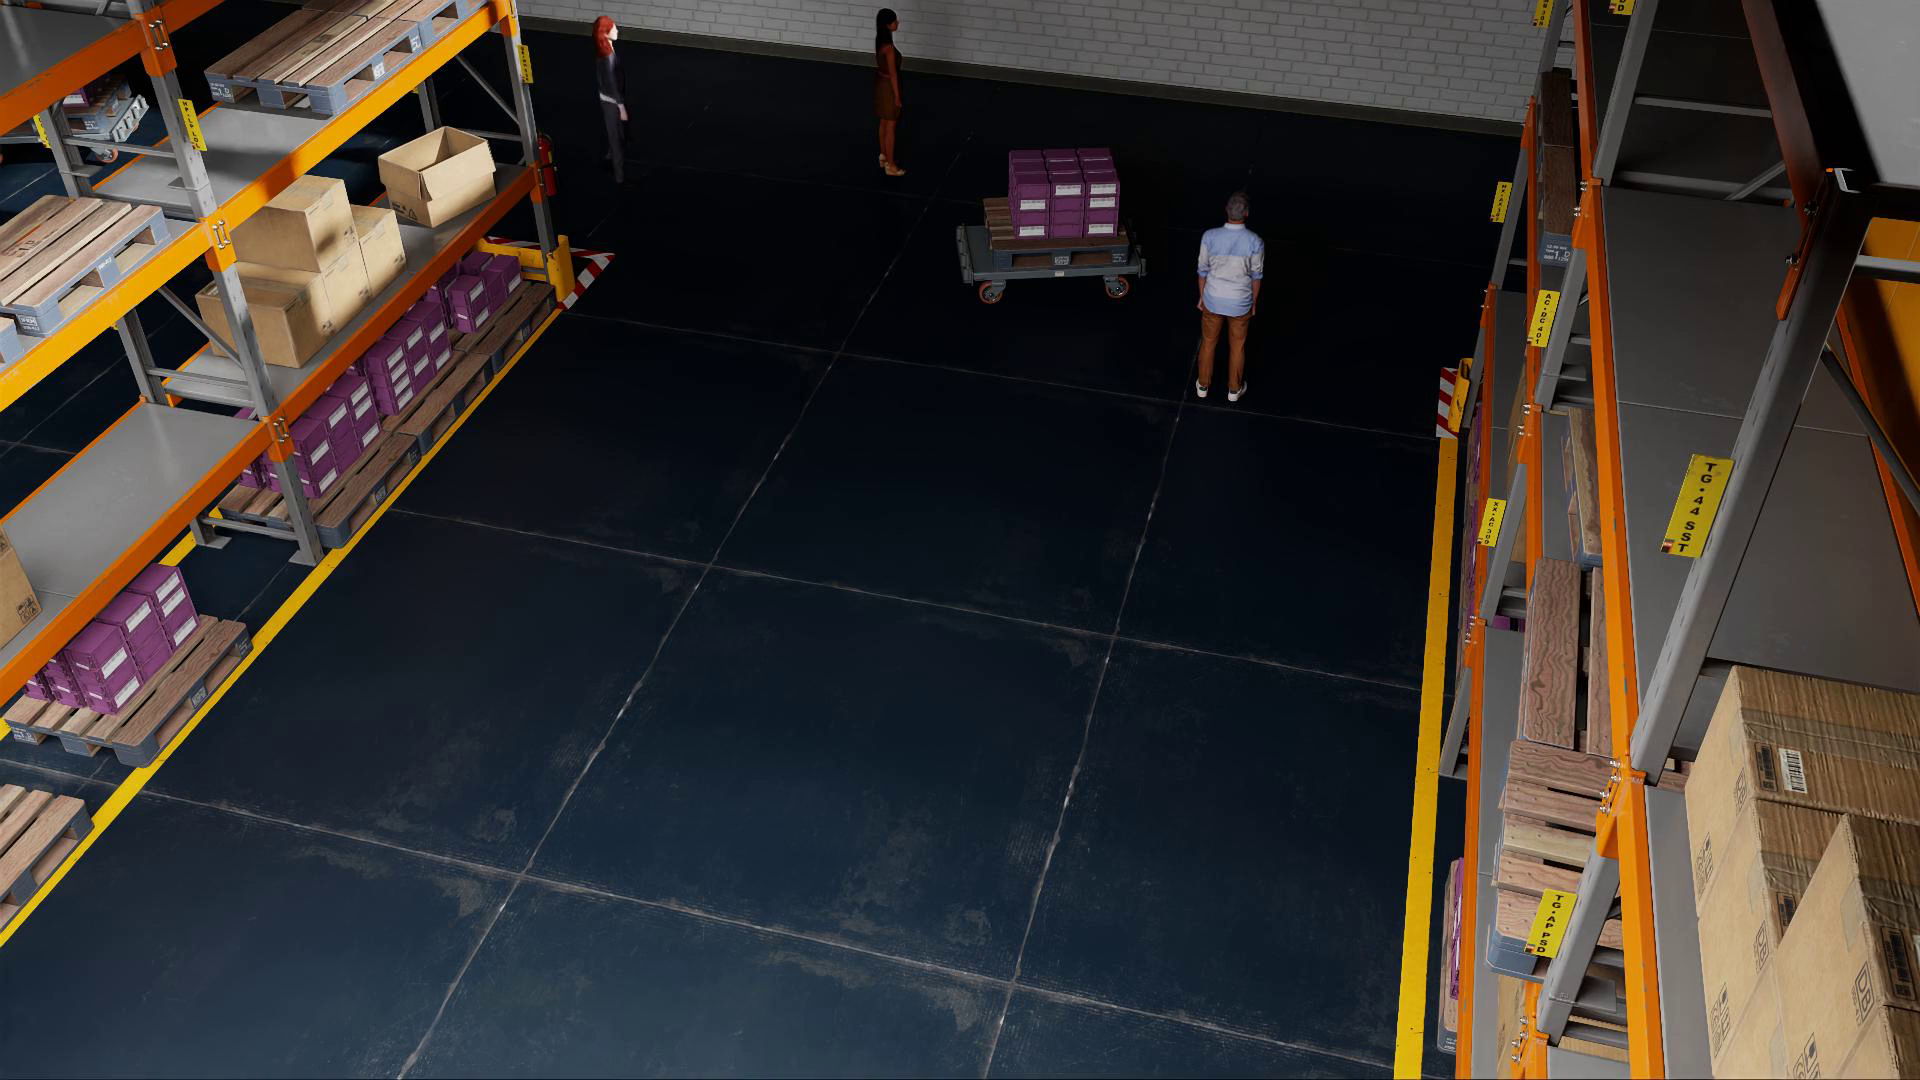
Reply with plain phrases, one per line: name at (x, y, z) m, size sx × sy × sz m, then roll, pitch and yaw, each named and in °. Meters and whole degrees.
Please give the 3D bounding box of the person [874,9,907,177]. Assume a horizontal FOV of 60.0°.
person at (-0.713, -4.481, 16.630) m, size 0.700 × 1.690 × 0.602 m, roll -11°, pitch 40°, yaw -13°

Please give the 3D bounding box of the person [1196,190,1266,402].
person at (2.155, -1.947, 13.346) m, size 0.671 × 1.828 × 0.555 m, roll 10°, pitch 40°, yaw 13°

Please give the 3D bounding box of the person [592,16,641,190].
person at (-3.467, -4.248, 16.275) m, size 0.754 × 1.769 × 0.681 m, roll -7°, pitch 39°, yaw -9°
